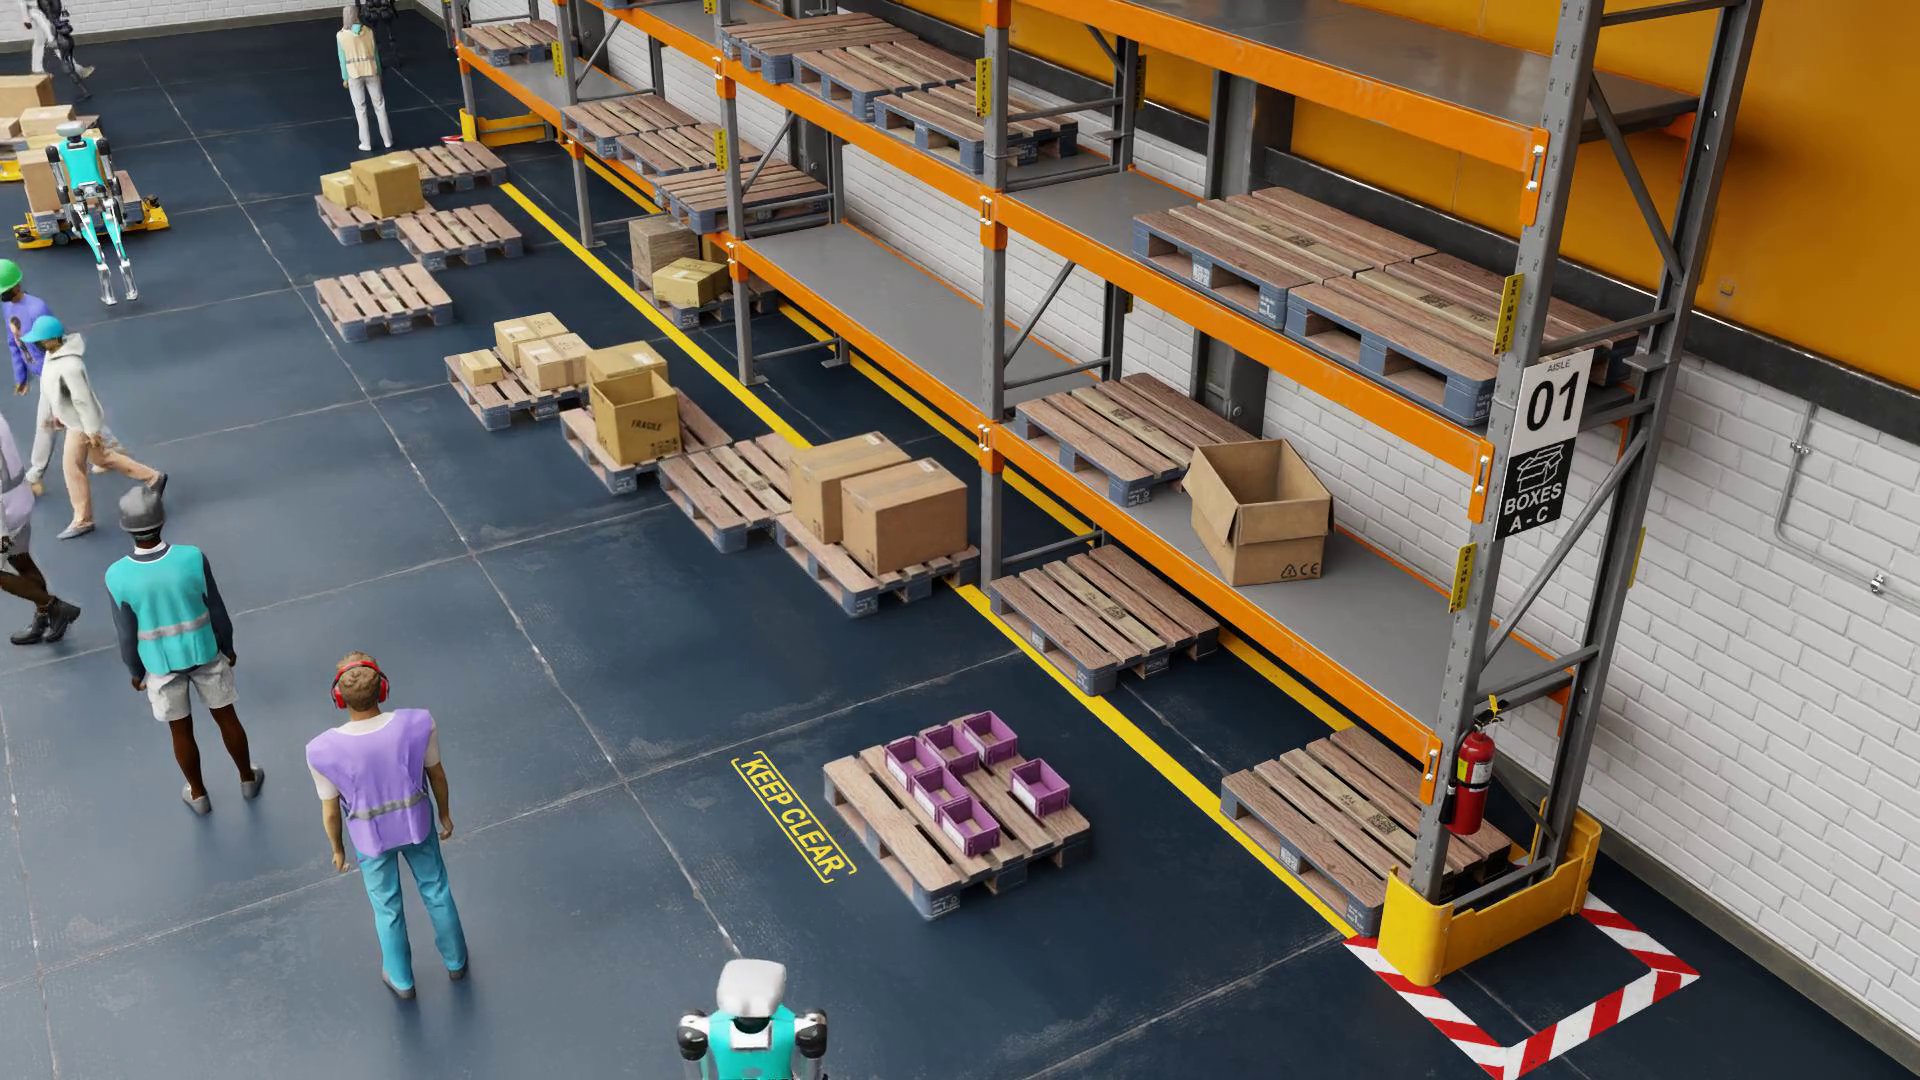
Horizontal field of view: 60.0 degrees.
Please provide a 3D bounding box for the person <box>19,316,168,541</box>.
[{"bbox_3d":[-6.148,-0.851,11.739,0.774,1.643,0.469,-21,36,-32],"label":"person"}]

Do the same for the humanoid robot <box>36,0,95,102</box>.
[{"bbox_3d":[-11.832,-6.648,21.933,0.422,1.636,0.609,-11,31,-18],"label":"humanoid robot"}]

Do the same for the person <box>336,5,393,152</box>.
[{"bbox_3d":[-7.139,-5.509,19.895,0.468,1.709,0.371,-15,33,-24],"label":"person"}]

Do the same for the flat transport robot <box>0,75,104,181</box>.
[{"bbox_3d":[-10.845,-4.535,19.639,0.659,0.231,1.431,-4,30,-8],"label":"flat transport robot"}]

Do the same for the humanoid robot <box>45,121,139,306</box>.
[{"bbox_3d":[-7.889,-2.946,15.211,0.533,1.673,0.735,-16,33,-26],"label":"humanoid robot"}]

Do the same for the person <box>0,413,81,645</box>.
[{"bbox_3d":[-5.929,-0.183,10.274,0.429,1.922,0.573,-7,30,-13],"label":"person"}]

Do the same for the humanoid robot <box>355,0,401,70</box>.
[{"bbox_3d":[-8.230,-7.506,23.440,0.599,1.657,0.315,-16,33,-26],"label":"humanoid robot"}]

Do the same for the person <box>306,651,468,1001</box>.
[{"bbox_3d":[-2.613,1.347,7.652,0.563,1.847,0.397,-15,33,-24],"label":"person"}]

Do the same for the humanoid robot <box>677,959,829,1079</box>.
[{"bbox_3d":[-0.764,2.143,6.367,0.561,1.769,0.776,-2,30,-3],"label":"humanoid robot"}]

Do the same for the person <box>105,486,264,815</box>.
[{"bbox_3d":[-4.145,0.614,8.853,0.554,1.941,0.428,-15,33,-24],"label":"person"}]

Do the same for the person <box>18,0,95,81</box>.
[{"bbox_3d":[-12.519,-7.228,22.810,1.006,1.828,0.580,1,30,1],"label":"person"}]

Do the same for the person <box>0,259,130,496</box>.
[{"bbox_3d":[-6.741,-1.222,12.232,0.477,1.800,0.960,21,36,32],"label":"person"}]

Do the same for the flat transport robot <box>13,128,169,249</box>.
[{"bbox_3d":[-9.181,-3.358,17.560,1.431,0.231,0.659,-16,33,-26],"label":"flat transport robot"}]
